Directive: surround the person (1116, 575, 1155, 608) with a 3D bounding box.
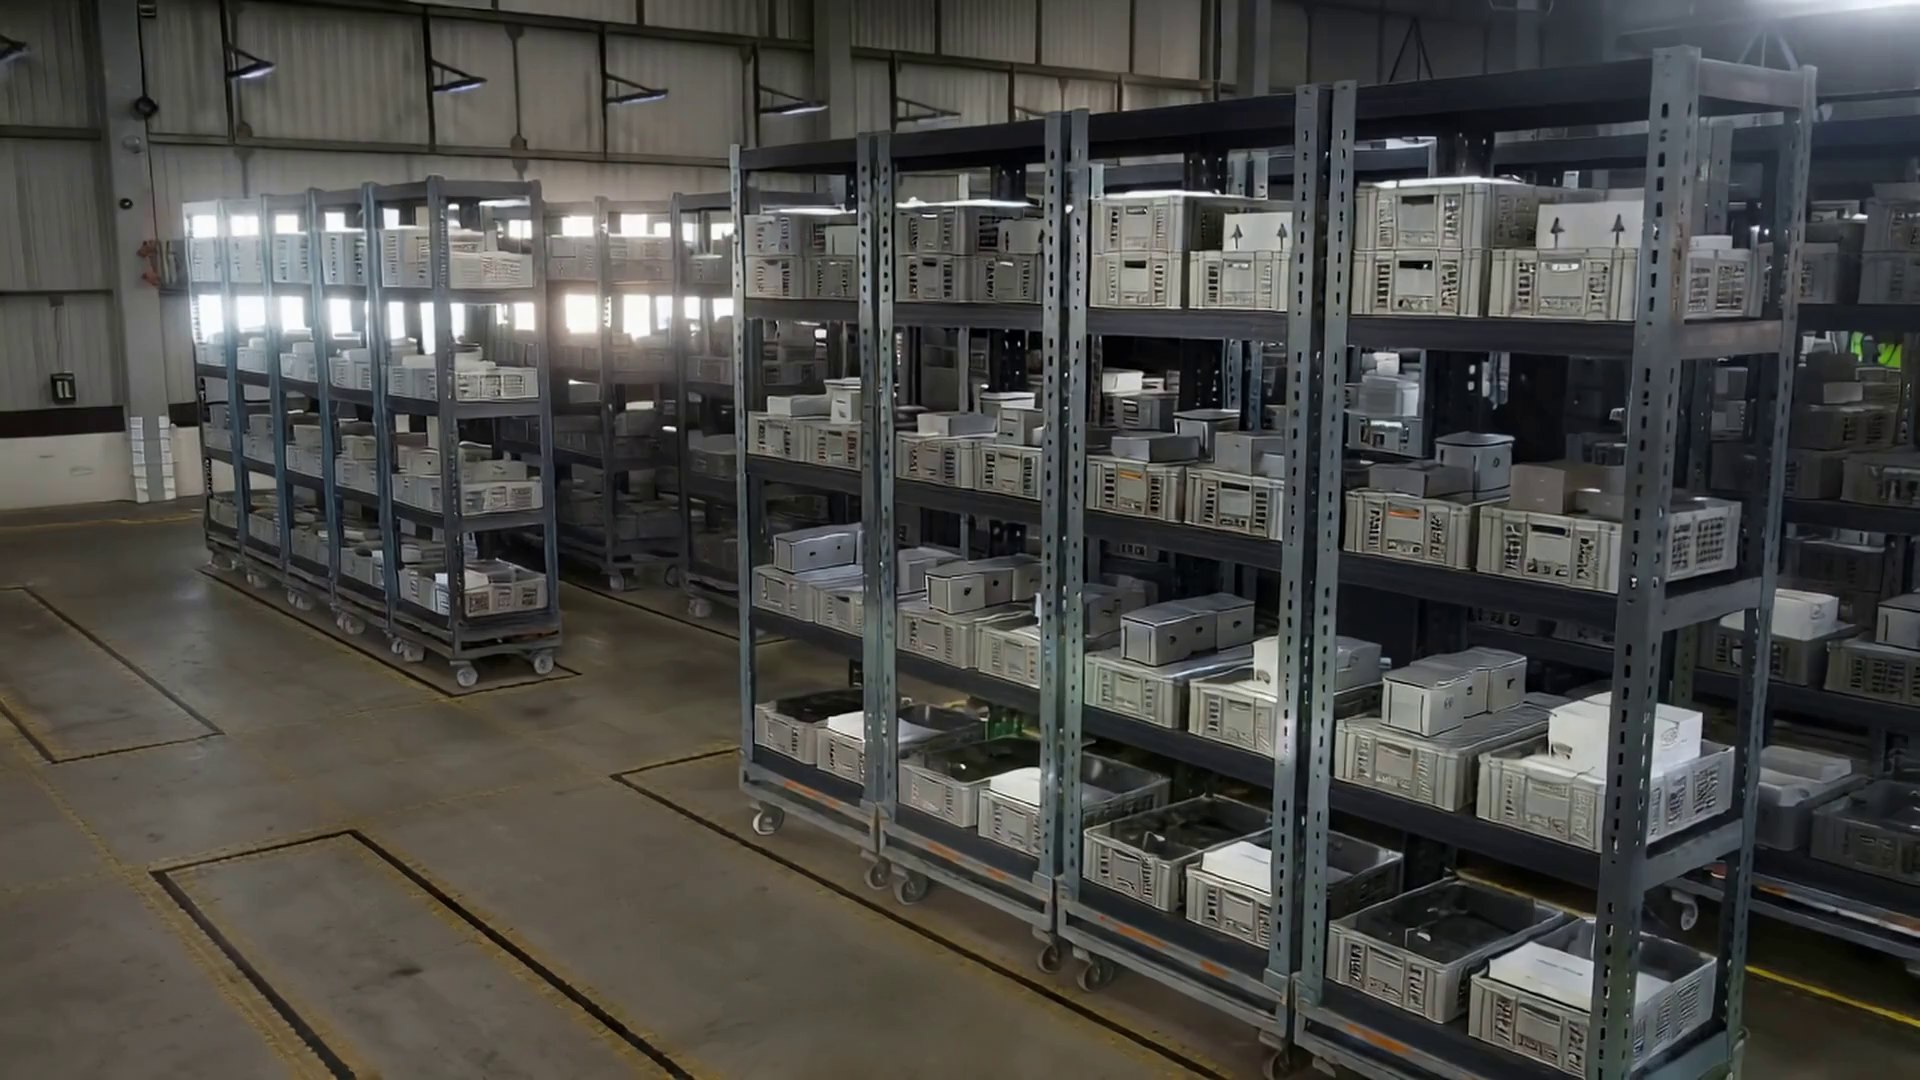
[{"bbox_3d":[1.423,-0.113,12.922,0.375,1.997,0.609,9,13,43],"label":"person"}]
